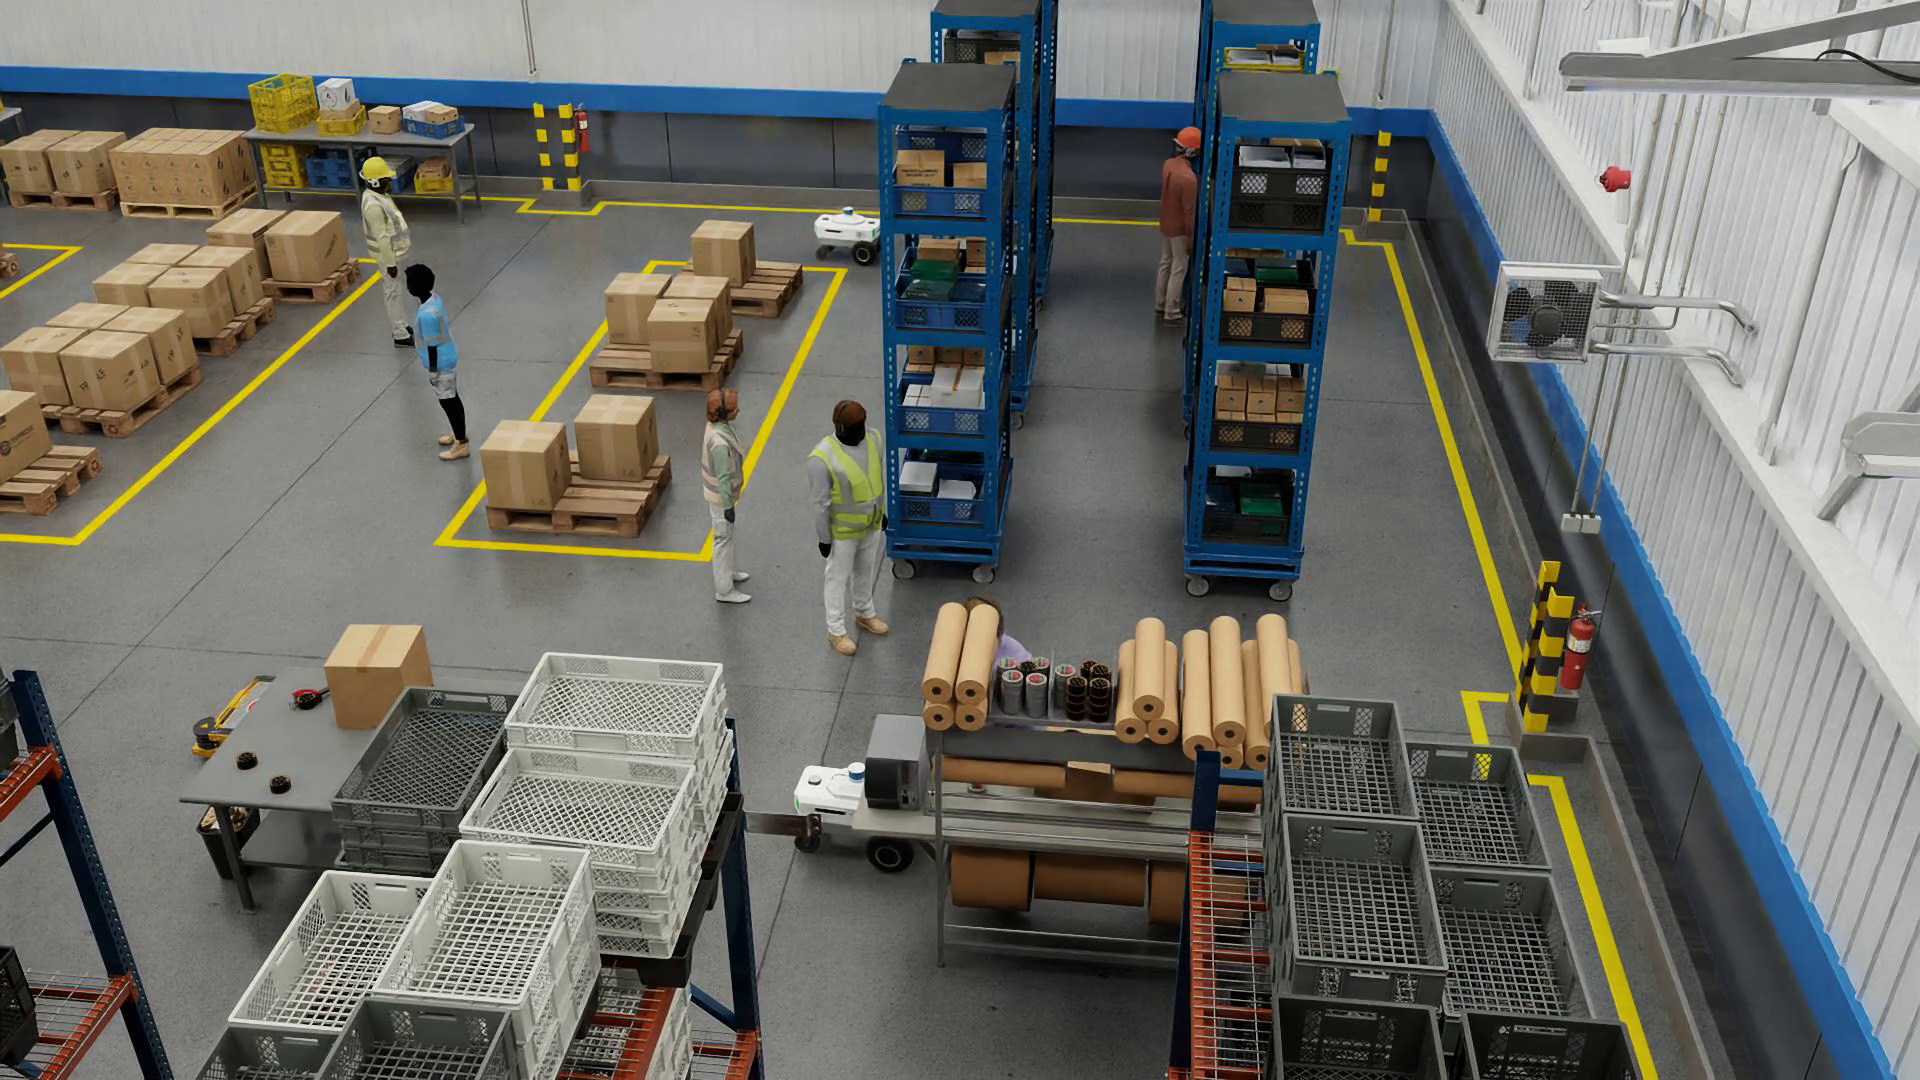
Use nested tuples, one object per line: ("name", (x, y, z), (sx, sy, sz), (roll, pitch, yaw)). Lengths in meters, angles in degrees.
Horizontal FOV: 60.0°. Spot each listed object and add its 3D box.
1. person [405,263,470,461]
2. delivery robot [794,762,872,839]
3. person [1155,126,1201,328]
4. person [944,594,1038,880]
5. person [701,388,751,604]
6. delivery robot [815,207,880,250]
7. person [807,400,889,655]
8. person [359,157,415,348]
("person", (-4.333, -1.486, 13.800), (0.321, 1.690, 0.533), (-7, 31, -12))
("delivery robot", (-0.594, 1.514, 9.676), (0.707, 0.478, 0.477), (6, 31, 10))
("person", (2.145, -3.037, 16.178), (0.412, 1.982, 0.622), (-10, 32, -16))
("person", (0.143, 1.105, 9.114), (0.629, 1.931, 0.368), (18, 35, 28))
("person", (-1.675, -0.324, 11.860), (0.317, 1.632, 0.518), (-5, 31, -8))
("delivery robot", (-1.209, -3.373, 18.069), (0.707, 0.478, 0.477), (7, 31, 12))
("person", (-0.721, -0.110, 11.284), (0.429, 1.842, 0.635), (25, 38, 35))
("person", (-5.411, -2.736, 15.803), (0.404, 1.833, 0.590), (-9, 31, -15))
